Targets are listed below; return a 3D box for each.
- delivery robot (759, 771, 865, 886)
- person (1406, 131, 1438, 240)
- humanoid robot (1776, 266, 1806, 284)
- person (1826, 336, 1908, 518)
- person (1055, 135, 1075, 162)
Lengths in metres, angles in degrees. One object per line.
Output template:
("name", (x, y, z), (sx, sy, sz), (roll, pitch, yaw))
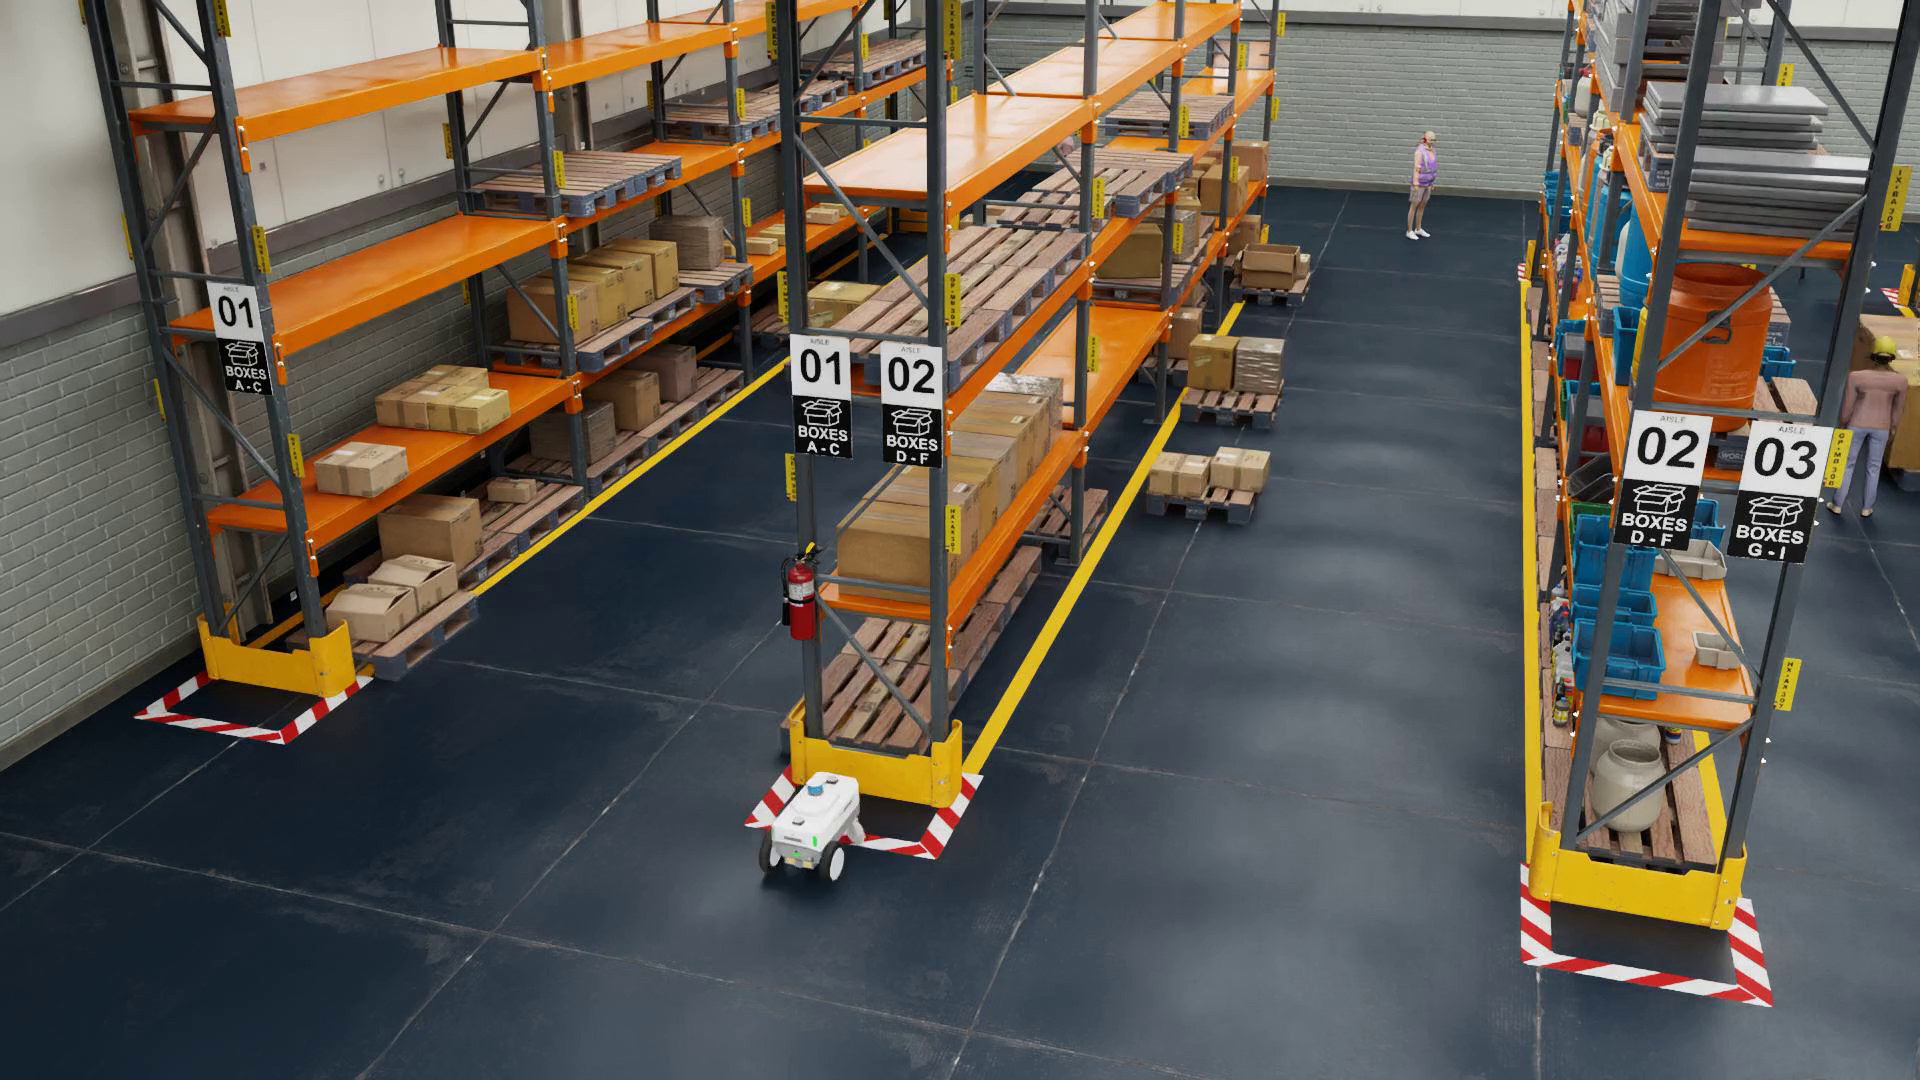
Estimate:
("delivery robot", (-0.917, 1.823, 10.600), (0.525, 0.608, 0.779), (8, 25, 18))
("person", (7.367, -5.655, 26.489), (0.482, 1.690, 0.347), (-18, 29, -36))
("humanoid robot", (12.117, -4.568, 23.998), (0.591, 1.639, 0.430), (13, 26, 27))
("person", (8.602, -1.070, 15.760), (0.524, 1.770, 0.304), (8, 25, 18))
("person", (1.710, -5.922, 26.970), (0.336, 1.801, 0.521), (2, 23, 4))
